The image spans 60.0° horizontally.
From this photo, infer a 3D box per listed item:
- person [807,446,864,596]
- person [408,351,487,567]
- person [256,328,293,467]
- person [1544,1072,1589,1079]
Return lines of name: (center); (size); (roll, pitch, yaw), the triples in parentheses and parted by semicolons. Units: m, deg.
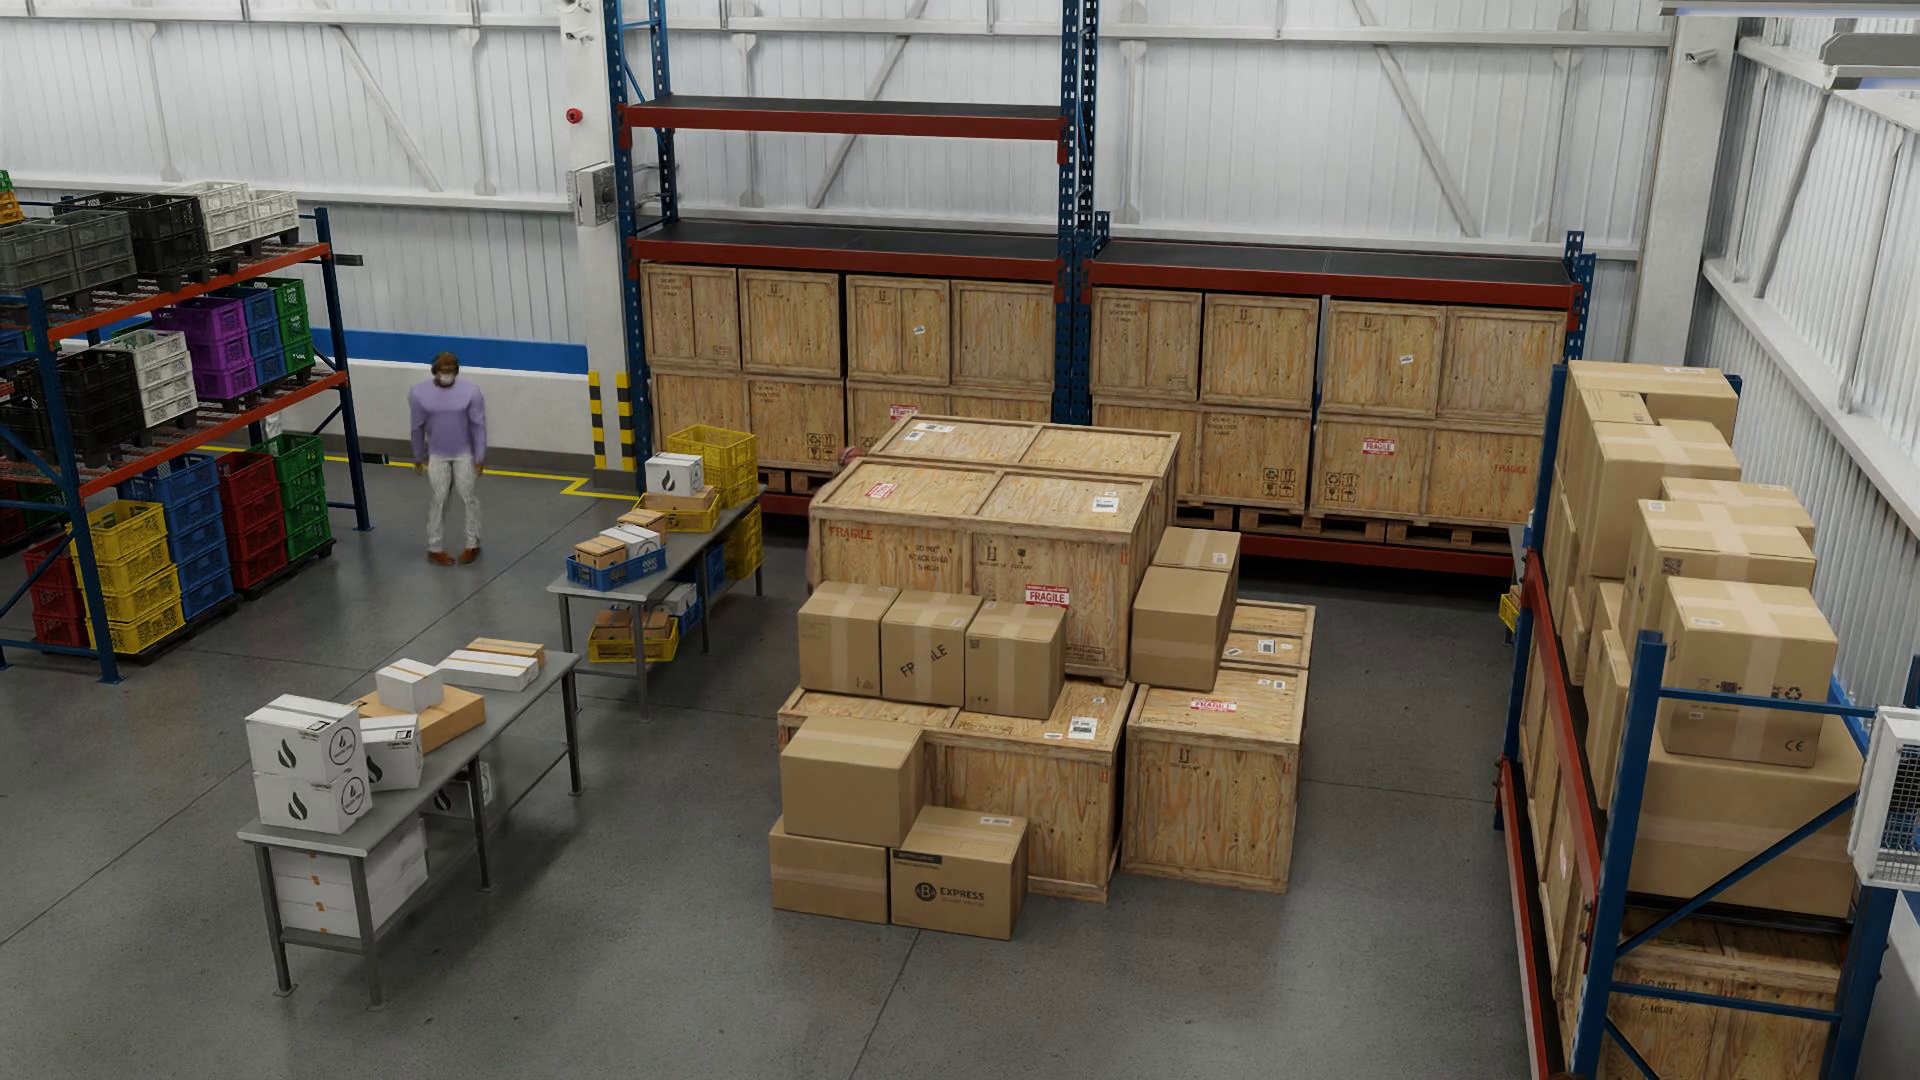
person: (-0.802, 0.216, 12.195); (0.673, 1.896, 0.404); (-19, 28, -41)
person: (-4.481, -0.722, 14.616); (0.649, 1.915, 0.455); (-5, 22, -13)
person: (-7.028, -1.560, 16.847); (0.573, 1.883, 0.359); (18, 27, 39)
person: (2.015, 2.657, 5.870); (0.429, 1.847, 0.627); (-13, 25, -31)
